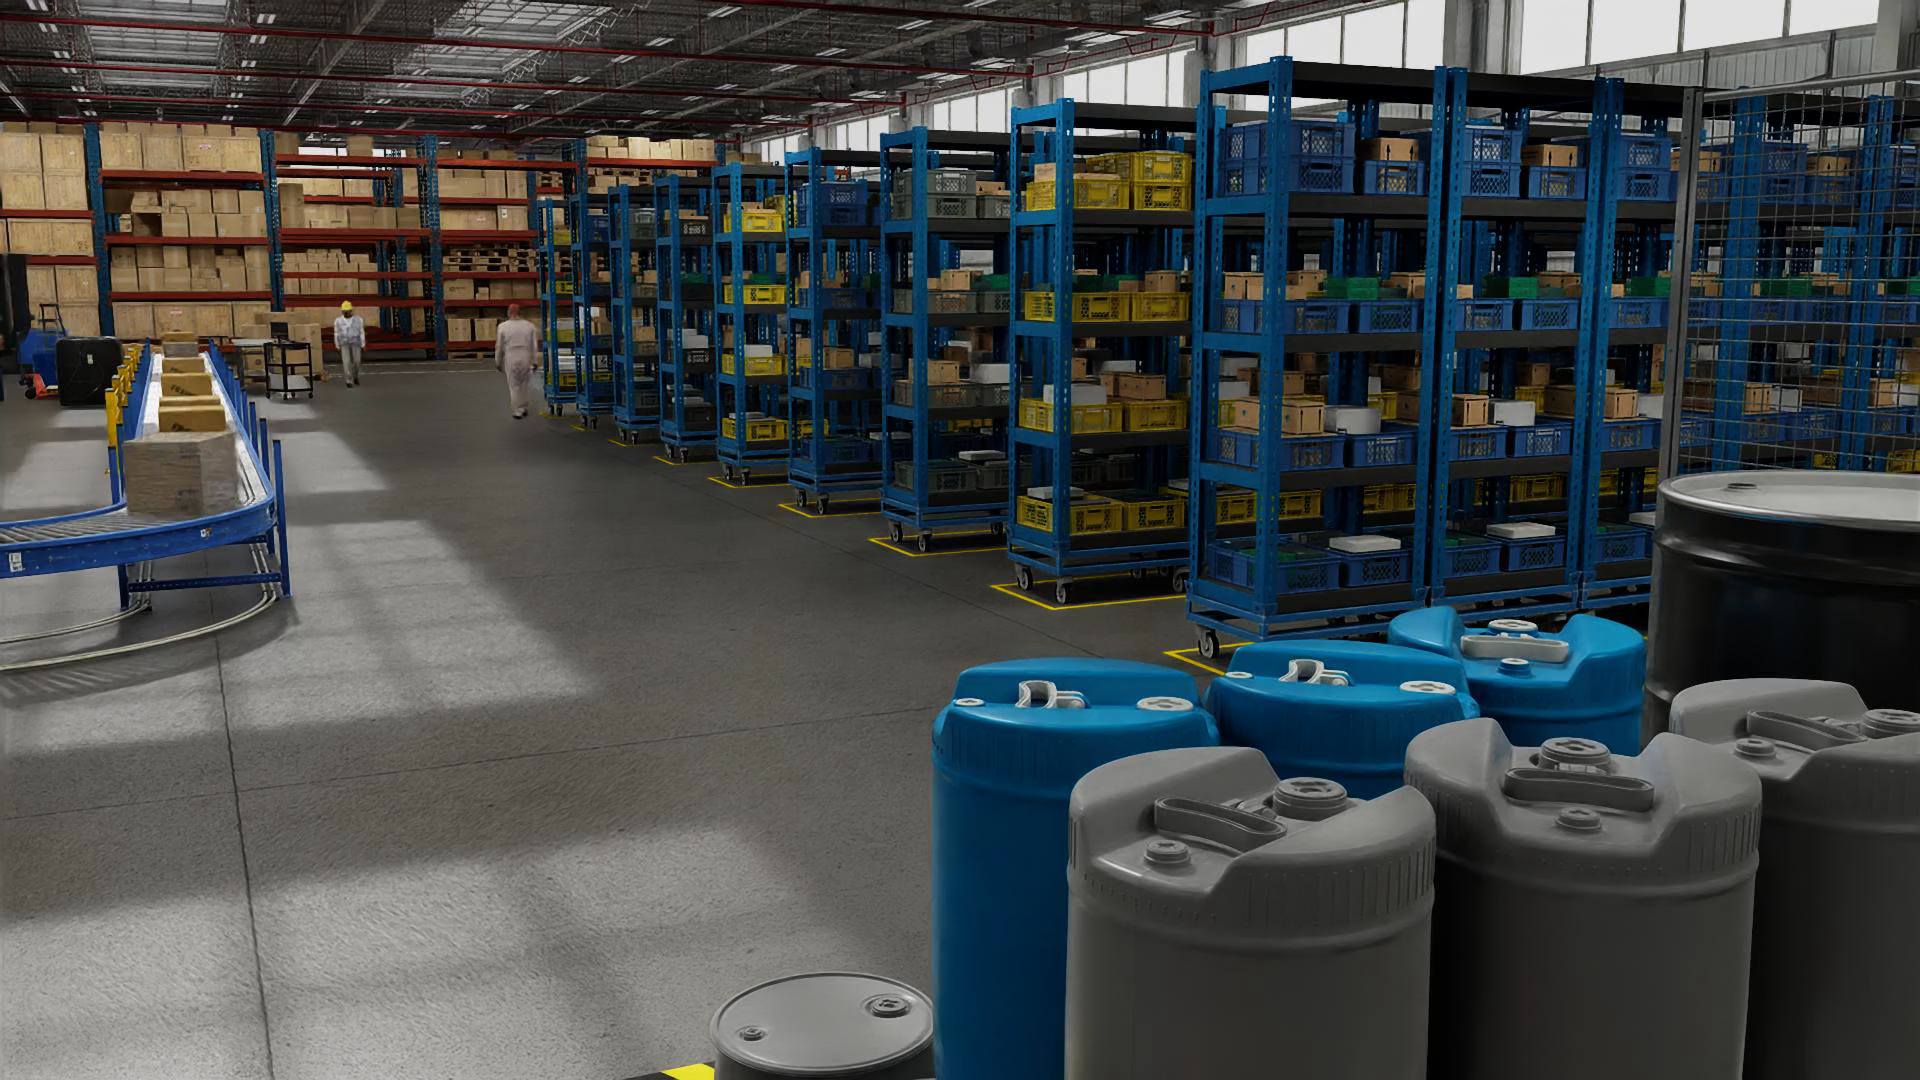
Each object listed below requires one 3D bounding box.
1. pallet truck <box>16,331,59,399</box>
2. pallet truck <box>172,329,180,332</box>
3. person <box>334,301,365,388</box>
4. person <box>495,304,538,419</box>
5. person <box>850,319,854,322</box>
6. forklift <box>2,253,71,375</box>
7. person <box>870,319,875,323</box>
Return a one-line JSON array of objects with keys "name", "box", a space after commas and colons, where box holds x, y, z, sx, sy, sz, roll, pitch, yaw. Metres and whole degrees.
[{"name": "pallet truck", "box": [-17.082, -3.353, 31.781, 1.630, 1.274, 0.653, -4, 10, -25]}, {"name": "pallet truck", "box": [-17.275, -3.851, 35.096, 1.601, 1.201, 0.680, 0, 9, 1]}, {"name": "person", "box": [-12.703, -4.067, 34.604, 0.614, 1.813, 0.432, -4, 10, -23]}, {"name": "person", "box": [-7.338, -2.944, 27.421, 0.671, 1.880, 0.792, -5, 10, -27]}, {"name": "person", "box": [-3.433, -6.991, 52.540, 0.784, 1.876, 0.648, 3, 10, 20]}, {"name": "forklift", "box": [-21.595, -5.193, 38.308, 1.873, 2.768, 1.129, -4, 10, -25]}, {"name": "person", "box": [-2.521, -6.171, 48.011, 0.504, 1.703, 0.859, 1, 9, 6]}]
